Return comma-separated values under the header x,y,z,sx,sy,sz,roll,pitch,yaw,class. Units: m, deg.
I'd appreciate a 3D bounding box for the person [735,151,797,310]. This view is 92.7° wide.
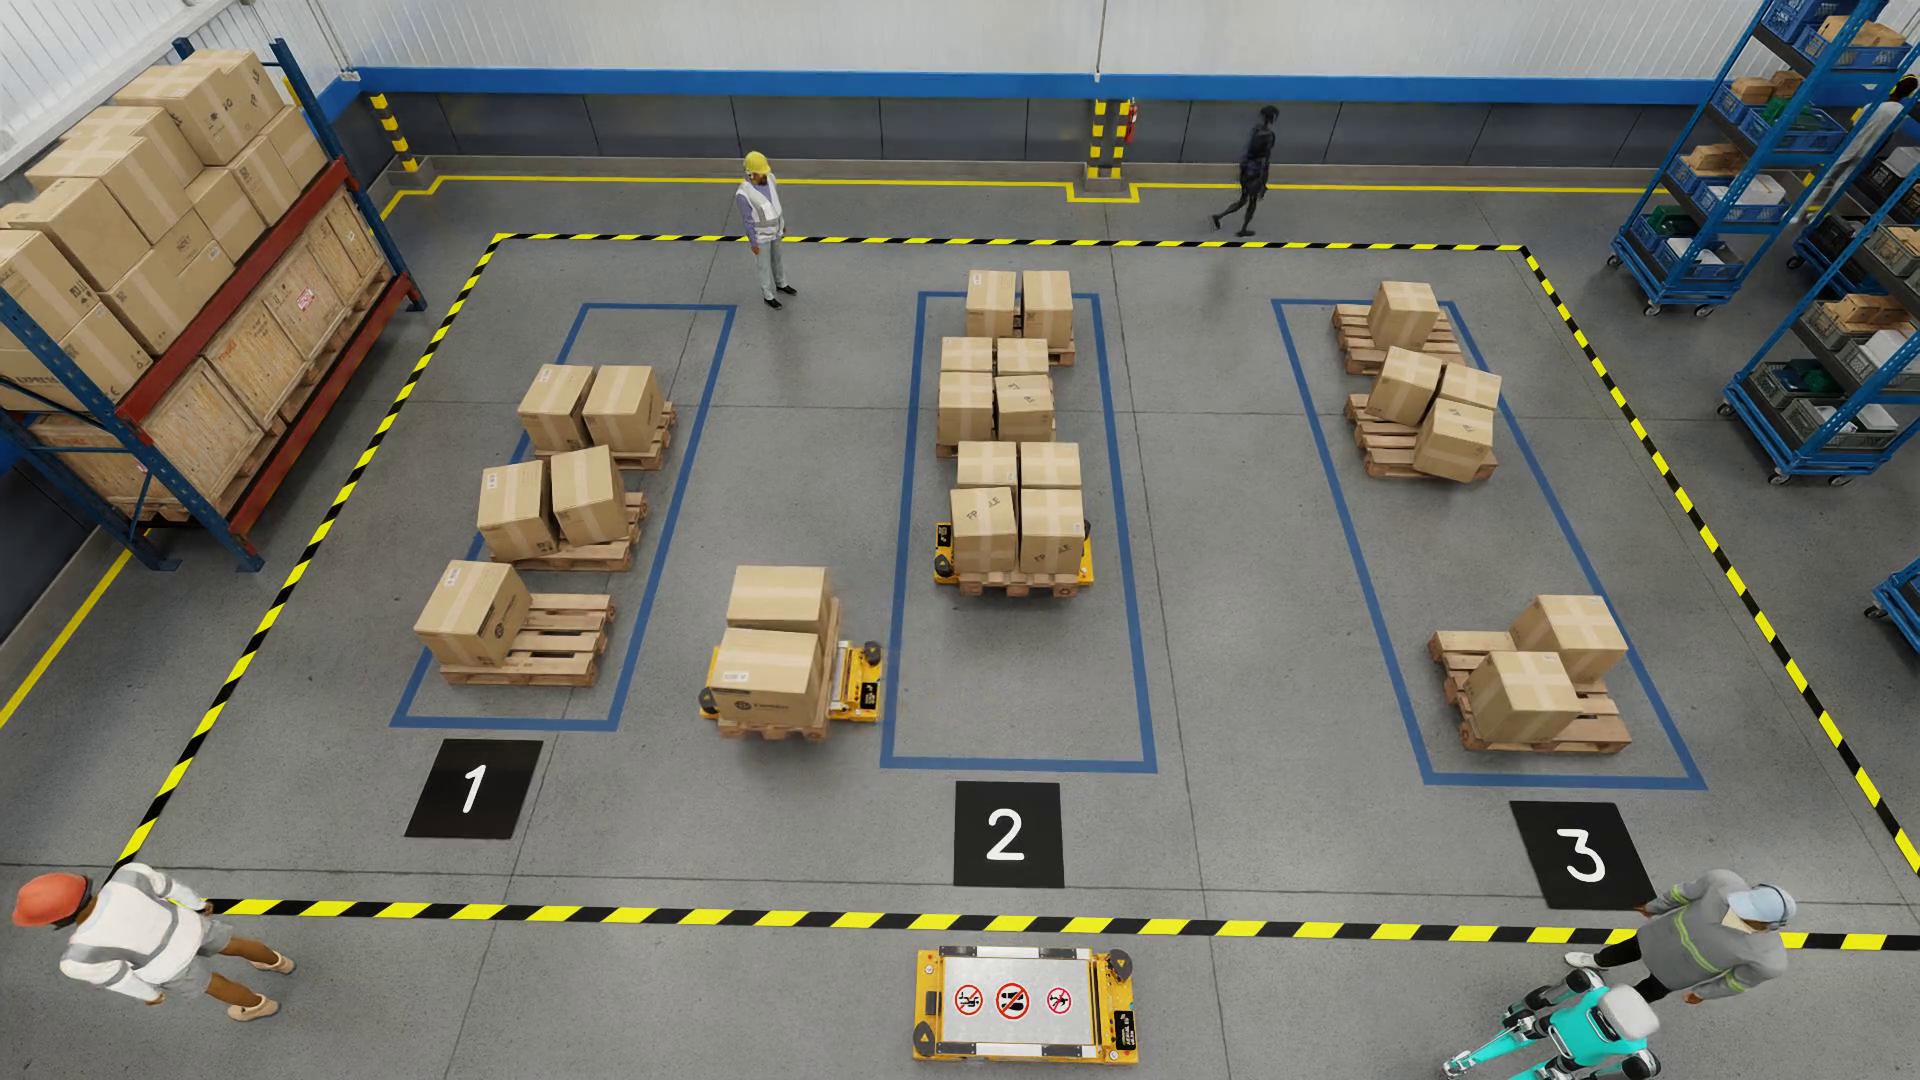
x,y,z,sx,sy,sz,roll,pitch,yaw,class
-2.170,-3.482,10.315,0.404,1.833,0.588,24,55,18,person

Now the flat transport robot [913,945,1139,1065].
x,y,z,sx,sy,sz,roll,pitch,yaw,class
0.422,3.041,6.007,1.431,0.231,0.659,1,51,1,flat transport robot

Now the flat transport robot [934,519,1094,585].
x,y,z,sx,sy,sz,roll,pitch,yaw,class
0.490,0.087,8.397,1.431,0.197,0.652,1,51,1,flat transport robot

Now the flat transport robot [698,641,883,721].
x,y,z,sx,sy,sz,roll,pitch,yaw,class
-1.375,1.142,7.537,1.431,0.197,0.652,1,51,1,flat transport robot

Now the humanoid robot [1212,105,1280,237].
x,y,z,sx,sy,sz,roll,pitch,yaw,class
3.528,-4.490,11.236,0.518,1.639,0.601,-8,51,-6,humanoid robot

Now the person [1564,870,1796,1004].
x,y,z,sx,sy,sz,roll,pitch,yaw,class
4.291,2.439,5.476,0.396,1.850,0.596,-4,51,-3,person

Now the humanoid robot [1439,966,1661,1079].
x,y,z,sx,sy,sz,roll,pitch,yaw,class
3.106,2.888,5.101,0.735,1.672,0.533,-12,52,-10,humanoid robot

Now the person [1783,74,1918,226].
x,y,z,sx,sy,sz,roll,pitch,yaw,class
11.062,-4.796,11.370,0.516,1.865,0.319,12,52,10,person

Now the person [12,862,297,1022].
x,y,z,sx,sy,sz,roll,pitch,yaw,class
-4.665,2.389,5.393,0.361,2.047,0.611,1,51,1,person
